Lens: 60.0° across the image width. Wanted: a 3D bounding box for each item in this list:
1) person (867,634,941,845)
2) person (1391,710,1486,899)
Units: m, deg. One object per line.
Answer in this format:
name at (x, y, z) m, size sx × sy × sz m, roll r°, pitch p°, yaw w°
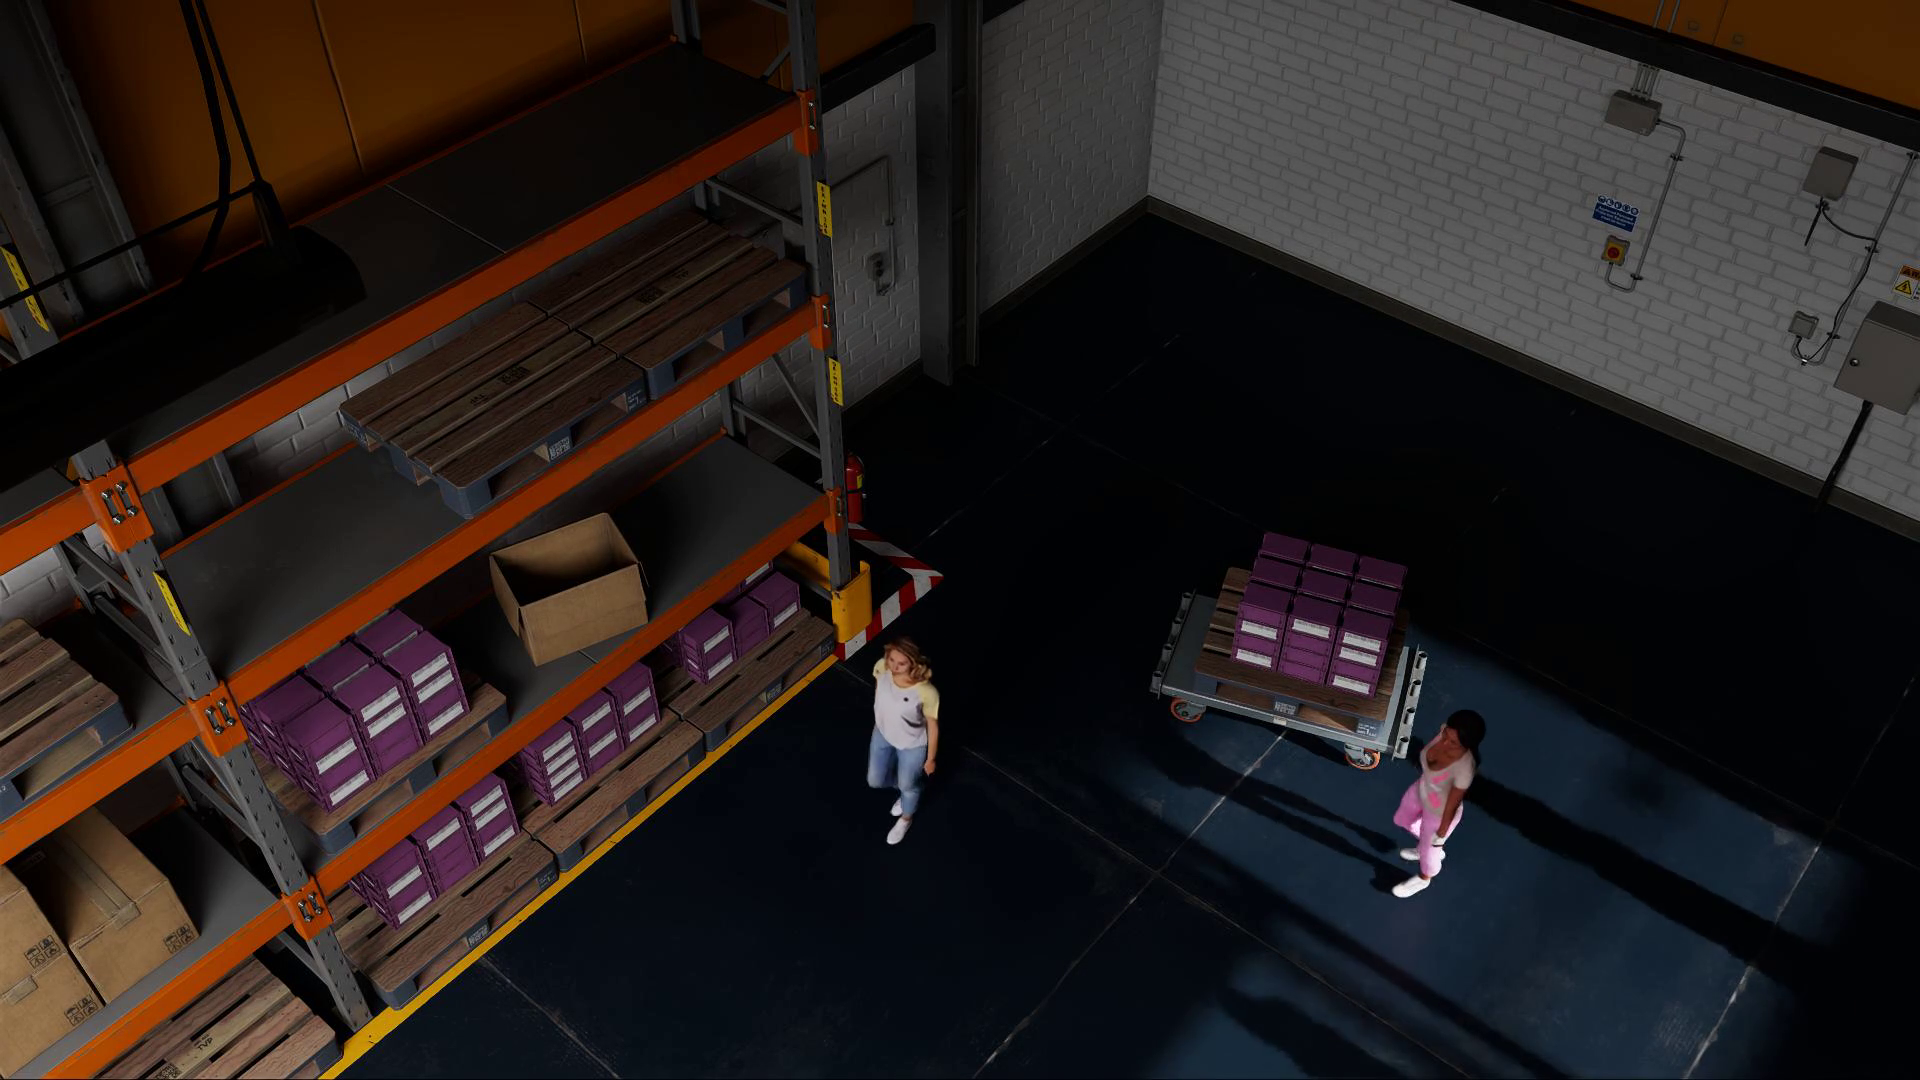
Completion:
person at (-0.283, 1.113, 9.778) m, size 0.664 × 1.717 × 0.653 m, roll 26°, pitch 49°, yaw 25°
person at (2.721, 1.484, 9.382) m, size 0.850 × 1.725 × 0.792 m, roll 3°, pitch 44°, yaw 3°
